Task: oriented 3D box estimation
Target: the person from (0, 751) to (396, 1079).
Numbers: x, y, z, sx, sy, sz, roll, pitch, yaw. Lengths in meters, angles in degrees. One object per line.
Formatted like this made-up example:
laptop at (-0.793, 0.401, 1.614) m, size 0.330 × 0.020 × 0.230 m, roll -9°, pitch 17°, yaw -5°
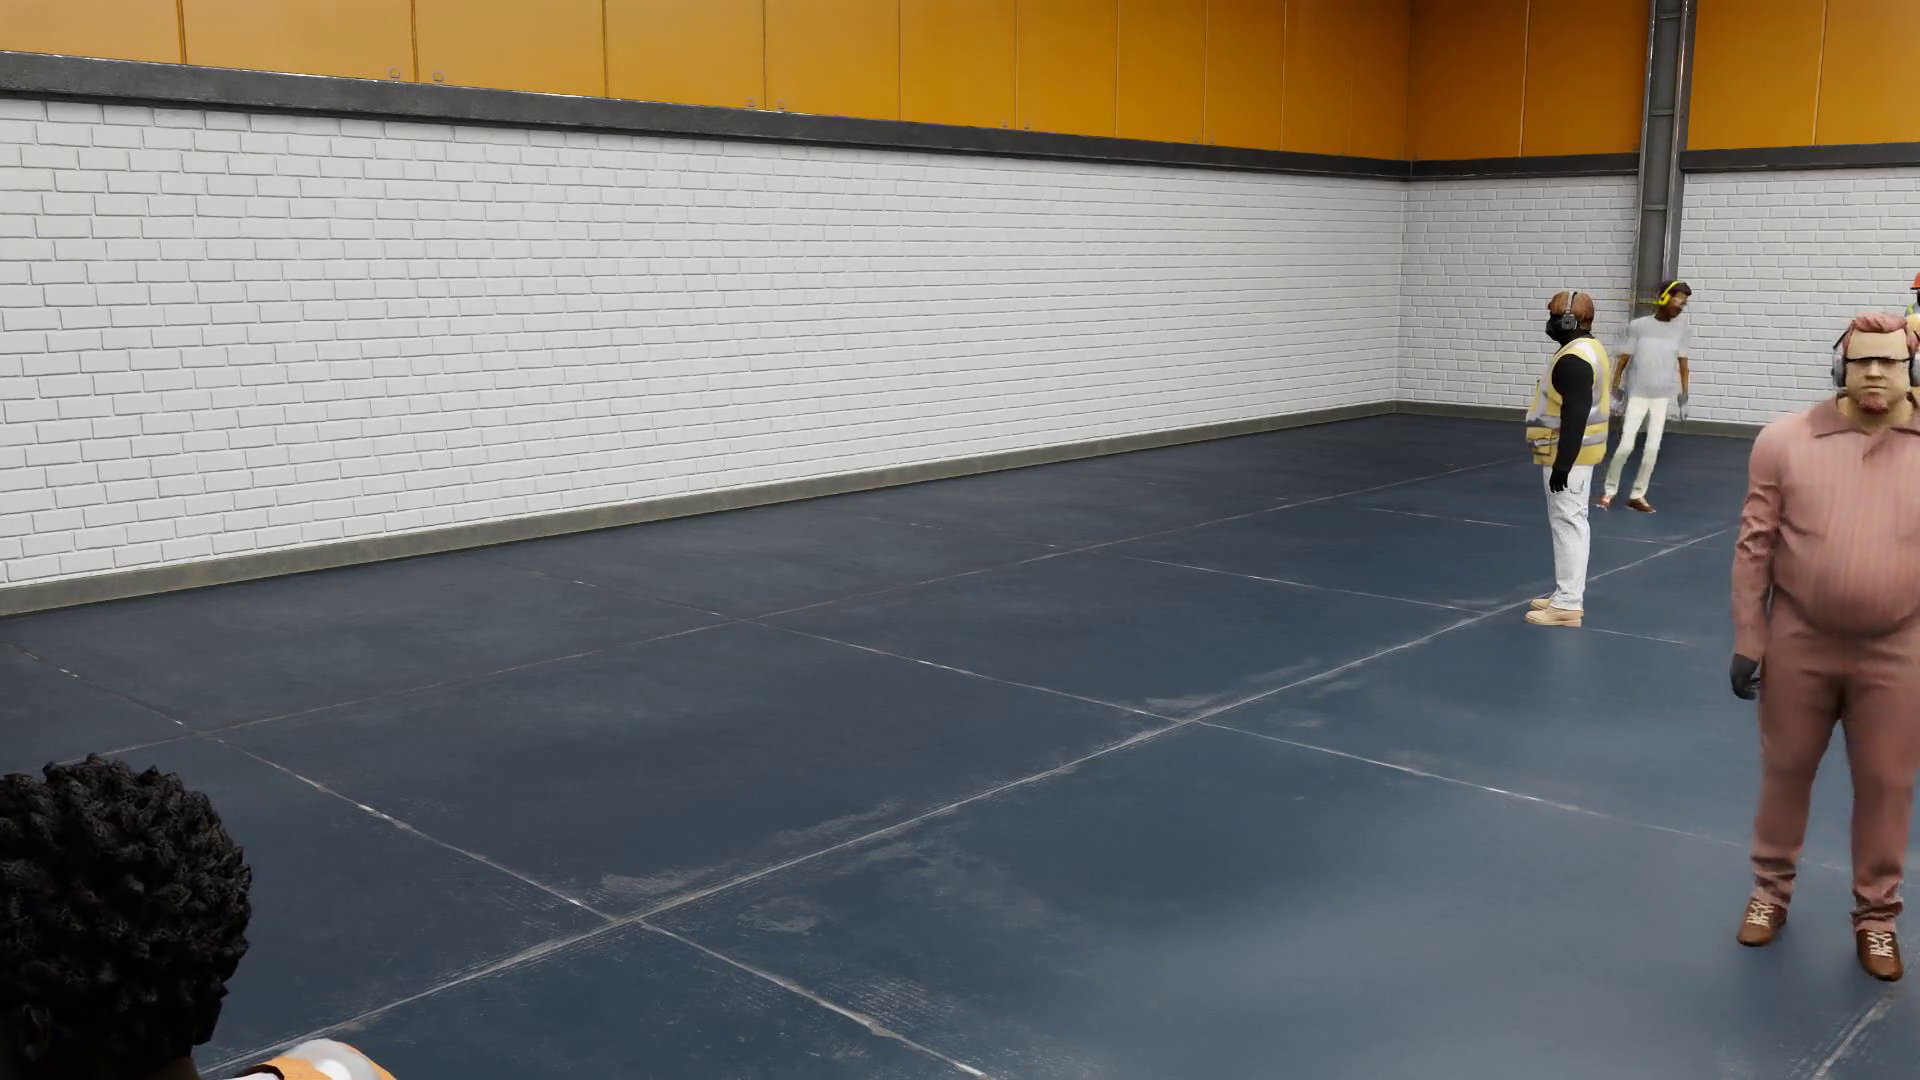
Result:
person at (-0.623, 1.003, 1.369) m, size 0.317 × 1.693 × 0.535 m, roll 3°, pitch 11°, yaw 19°

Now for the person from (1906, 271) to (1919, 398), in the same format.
person at (7.478, -1.151, 12.932) m, size 0.552 × 1.934 × 0.373 m, roll -3°, pitch 10°, yaw -17°

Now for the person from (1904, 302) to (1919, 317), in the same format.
person at (9.554, -1.696, 16.313) m, size 0.627 × 1.843 × 0.429 m, roll 4°, pitch 11°, yaw 21°

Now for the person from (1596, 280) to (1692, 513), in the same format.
person at (5.391, -1.110, 13.000) m, size 0.570 × 1.830 × 0.459 m, roll 0°, pitch 10°, yaw 2°

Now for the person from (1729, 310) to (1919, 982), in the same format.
person at (2.574, 0.291, 4.820) m, size 0.647 × 1.908 × 0.407 m, roll 5°, pitch 11°, yaw 27°

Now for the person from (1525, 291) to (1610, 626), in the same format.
person at (3.343, -0.448, 9.196) m, size 0.429 × 1.842 × 0.632 m, roll 5°, pitch 11°, yaw 25°
